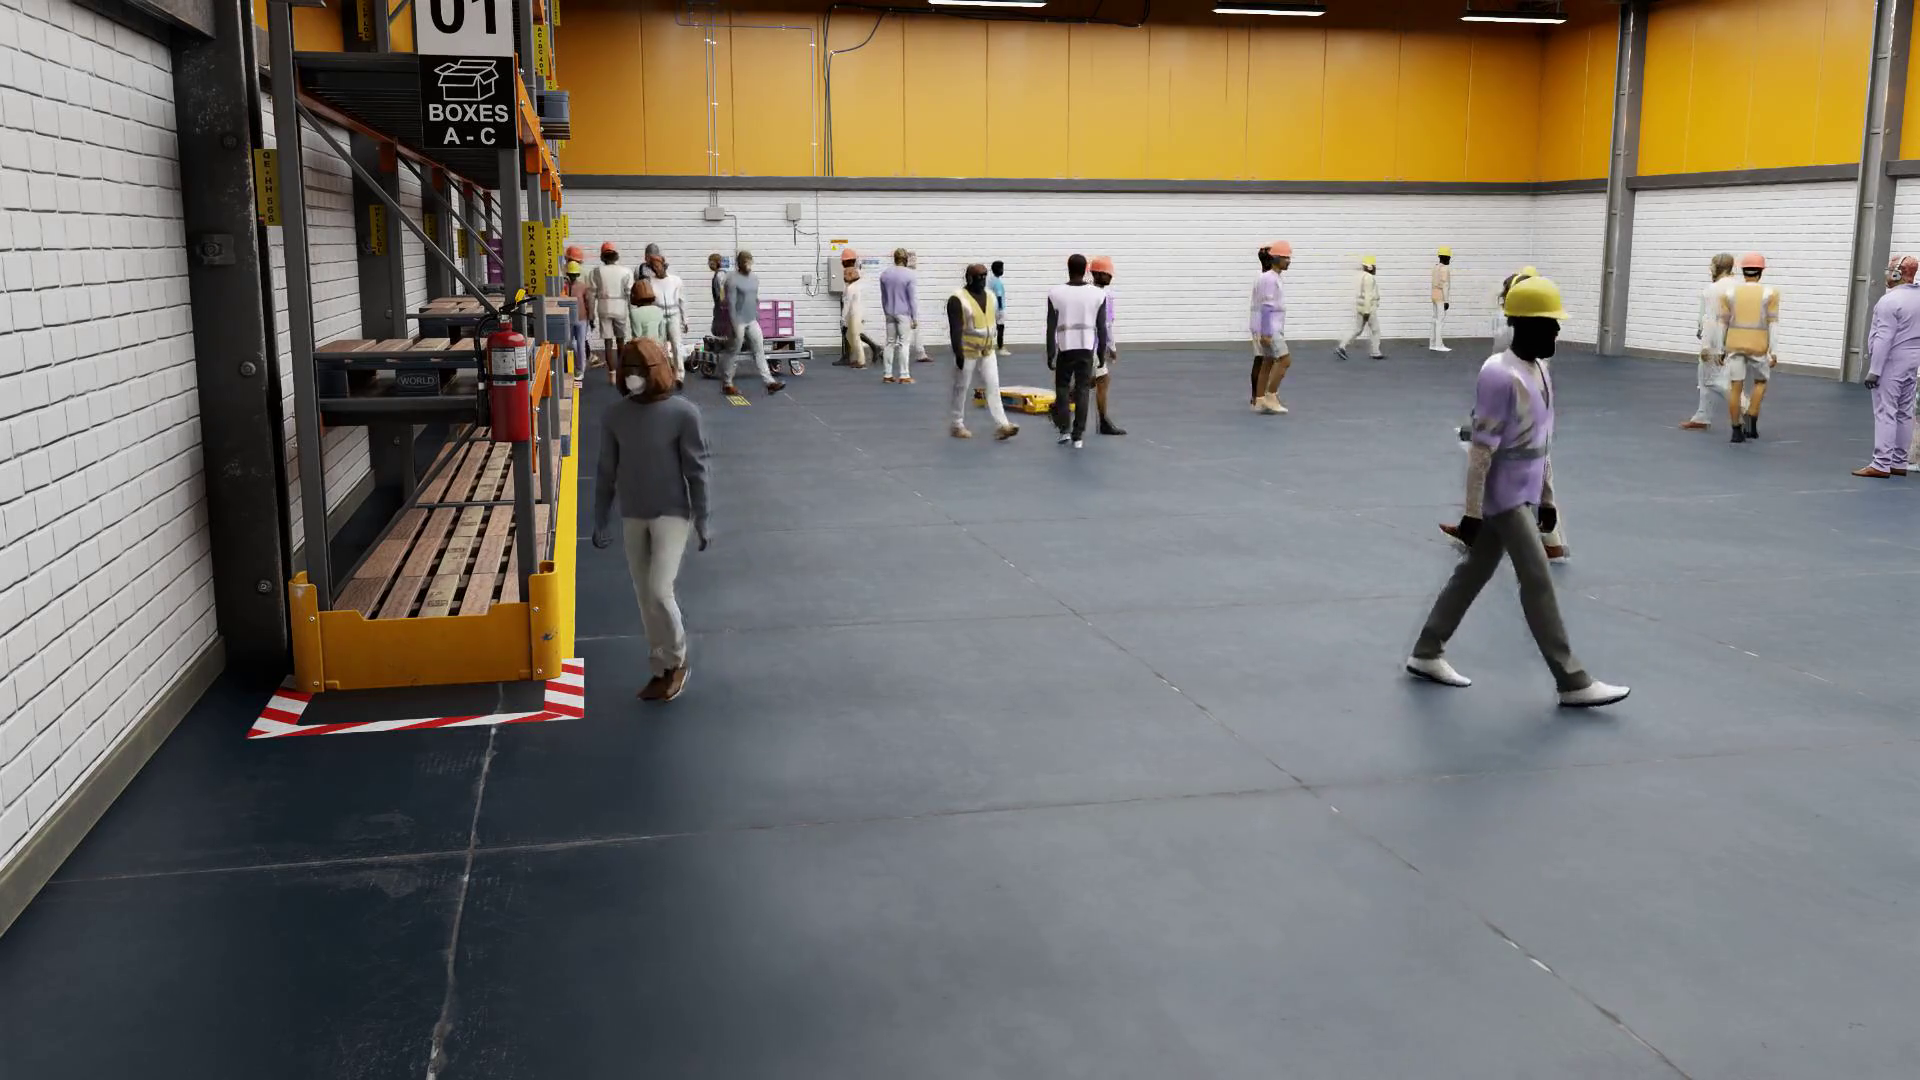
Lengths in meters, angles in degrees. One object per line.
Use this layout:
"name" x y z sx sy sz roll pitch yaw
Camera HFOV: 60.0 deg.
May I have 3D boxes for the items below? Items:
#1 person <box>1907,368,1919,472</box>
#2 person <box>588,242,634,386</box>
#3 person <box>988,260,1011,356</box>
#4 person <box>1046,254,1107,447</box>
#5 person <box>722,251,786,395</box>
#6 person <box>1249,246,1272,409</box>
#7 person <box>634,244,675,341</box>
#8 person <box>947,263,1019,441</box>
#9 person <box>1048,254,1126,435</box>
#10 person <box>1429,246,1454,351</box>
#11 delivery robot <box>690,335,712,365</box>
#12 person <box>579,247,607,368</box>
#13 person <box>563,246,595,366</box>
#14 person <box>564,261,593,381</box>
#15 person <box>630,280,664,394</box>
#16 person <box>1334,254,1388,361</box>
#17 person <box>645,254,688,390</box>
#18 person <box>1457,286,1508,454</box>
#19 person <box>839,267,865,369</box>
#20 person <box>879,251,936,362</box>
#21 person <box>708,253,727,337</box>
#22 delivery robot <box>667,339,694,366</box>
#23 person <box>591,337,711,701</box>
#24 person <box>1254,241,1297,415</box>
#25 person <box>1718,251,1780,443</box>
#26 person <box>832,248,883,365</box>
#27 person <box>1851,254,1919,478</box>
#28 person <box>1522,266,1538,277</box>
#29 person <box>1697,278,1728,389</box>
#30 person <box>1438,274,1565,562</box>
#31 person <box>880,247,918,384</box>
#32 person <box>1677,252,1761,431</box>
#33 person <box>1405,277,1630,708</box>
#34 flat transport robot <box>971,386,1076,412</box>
"person" 8.575 -1.347 14.399 0.528 1.603 0.767 -3 11 -16
"person" -4.947 -3.201 23.562 0.620 1.991 1.016 -3 11 -16
"person" 0.599 -4.059 29.166 0.564 1.682 0.545 -3 11 -18
"person" 1.153 -1.880 16.513 0.611 1.892 0.656 0 10 -2
"person" -2.767 -2.820 21.756 1.018 1.885 0.664 7 13 35
"person" 3.677 -2.558 20.085 0.369 1.967 0.601 1 10 8
"person" -4.835 -3.719 26.311 0.697 2.000 1.035 0 10 2
"person" 0.196 -1.898 16.898 0.659 1.791 0.950 -8 13 -36
"person" 1.340 -2.061 17.564 0.915 1.905 0.540 6 12 31
"person" 8.856 -4.435 30.592 0.367 1.927 0.587 -1 10 -6
"delivery robot" -3.930 -2.973 26.039 0.477 0.478 0.707 6 12 30
"person" -6.139 -3.670 26.370 1.037 1.917 0.696 -9 13 -40
"person" -5.976 -3.570 25.736 0.714 1.955 0.637 2 10 12
"person" -5.597 -3.199 24.255 0.559 1.734 0.549 1 10 5
"person" -3.190 -1.820 16.916 0.281 1.633 0.498 5 11 25
"person" 6.807 -3.925 28.124 0.842 1.806 0.599 -1 10 -4
"person" -4.005 -2.965 22.718 0.622 1.832 0.955 -3 11 -15
"person" 4.997 -1.583 15.370 0.708 1.723 0.490 6 12 30
"person" -1.690 -3.508 26.322 0.471 1.612 0.530 2 10 13
"person" -0.941 -3.873 27.686 0.954 1.864 0.657 1 10 7
"person" -3.985 -3.836 27.588 0.387 1.819 0.701 -1 10 -8
"delivery robot" -4.413 -2.876 25.497 0.477 0.478 0.707 8 13 36
"person" -1.359 -0.074 7.289 0.529 1.618 0.413 4 11 22
"person" 3.701 -2.453 19.351 0.592 2.020 0.641 3 11 16
"person" 7.956 -1.942 16.792 0.587 1.918 0.490 7 13 35
"person" -1.675 -3.791 27.100 0.786 1.915 0.545 -2 10 -9
"person" 8.014 -1.485 14.300 0.641 1.912 0.407 -6 12 -31
"person" 7.180 -2.639 21.221 0.563 1.720 0.852 -1 10 -3
"person" 10.303 -2.850 22.641 0.509 1.629 0.314 1 10 5
"person" 3.522 -0.790 10.698 0.539 1.816 0.973 -9 14 -41
"person" -0.859 -3.169 23.585 0.629 1.933 0.367 7 12 34
"person" 8.055 -2.068 17.517 0.798 1.914 0.636 10 14 43
"person" 2.469 -0.215 7.355 1.017 1.875 0.604 7 12 33
"flat transport robot" 0.780 -1.715 20.111 0.652 0.197 1.431 -6 12 -31
